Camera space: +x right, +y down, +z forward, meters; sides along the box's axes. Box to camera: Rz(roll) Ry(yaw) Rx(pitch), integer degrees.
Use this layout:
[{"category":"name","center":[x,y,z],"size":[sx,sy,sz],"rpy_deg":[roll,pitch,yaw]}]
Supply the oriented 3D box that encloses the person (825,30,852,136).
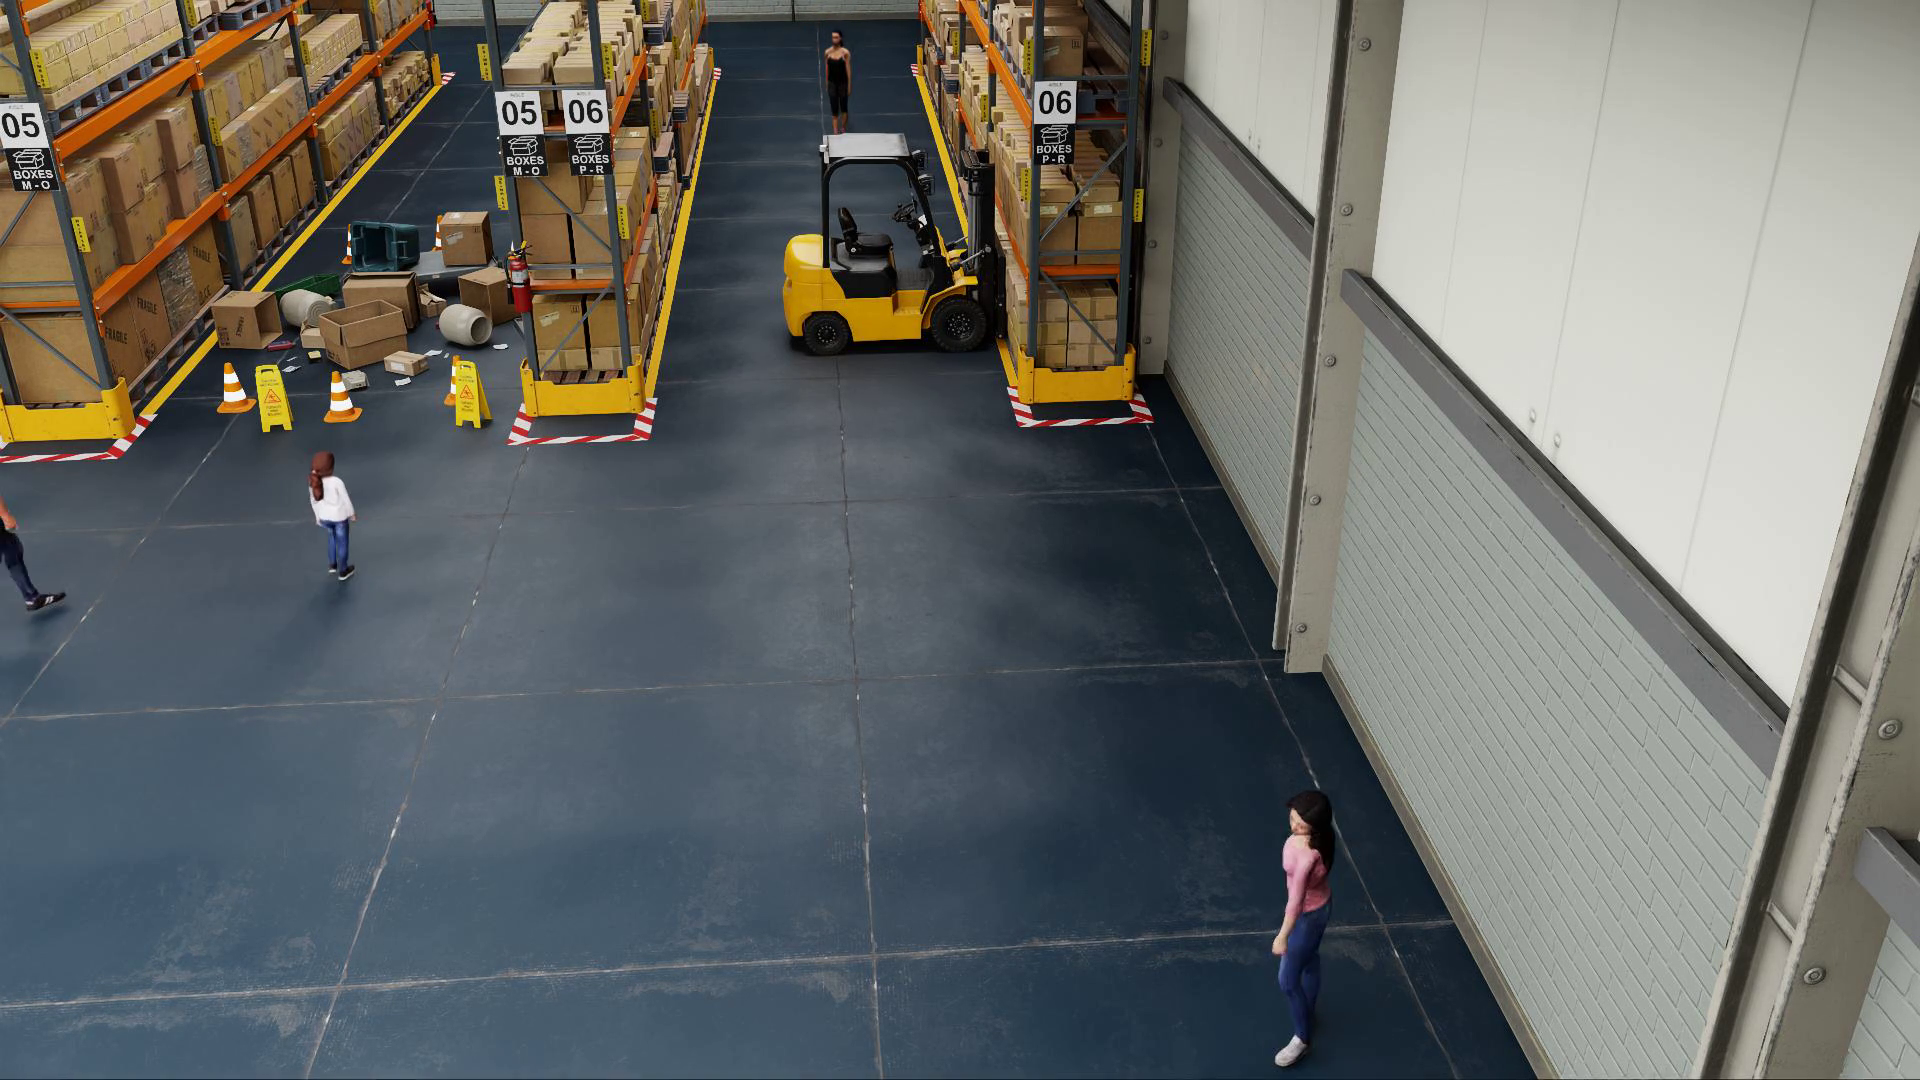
[{"category":"person","center":[-1.886,-7.169,26.277],"size":[0.753,1.680,1.175],"rpy_deg":[3,27,7]}]

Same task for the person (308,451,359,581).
[{"category":"person","center":[-5.051,-0.182,13.340],"size":[0.506,1.101,0.548],"rpy_deg":[6,28,12]}]

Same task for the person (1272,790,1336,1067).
[{"category":"person","center":[1.819,1.910,8.602],"size":[0.836,1.719,0.620],"rpy_deg":[16,31,28]}]
